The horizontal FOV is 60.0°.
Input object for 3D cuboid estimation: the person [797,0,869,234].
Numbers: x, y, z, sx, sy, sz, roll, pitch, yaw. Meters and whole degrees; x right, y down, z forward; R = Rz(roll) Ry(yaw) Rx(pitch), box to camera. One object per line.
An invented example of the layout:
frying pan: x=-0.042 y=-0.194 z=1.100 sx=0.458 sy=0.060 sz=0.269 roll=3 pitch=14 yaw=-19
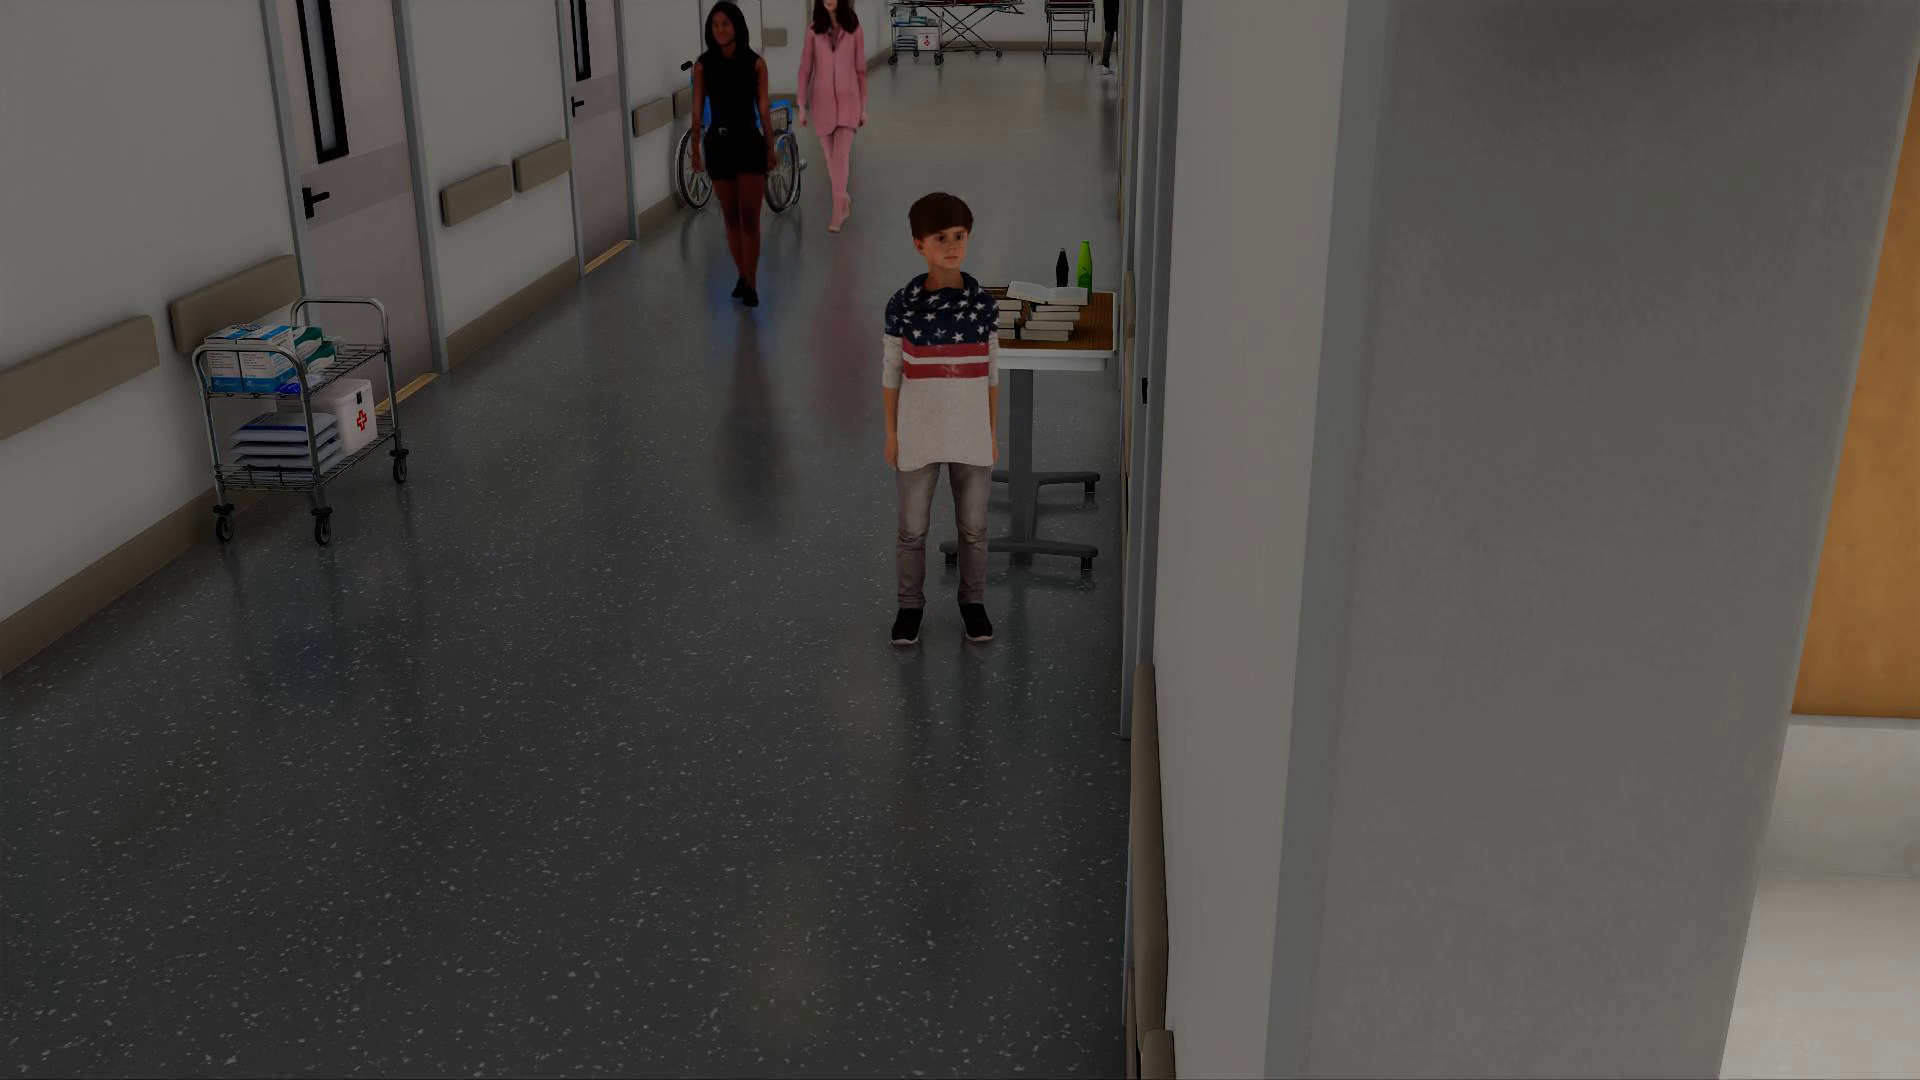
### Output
person: x=-0.890 y=-3.118 z=12.045 sx=0.637 sy=1.752 sz=1.104 roll=1 pitch=21 yaw=4

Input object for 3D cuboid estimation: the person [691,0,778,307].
person: x=-1.308 y=-2.263 z=9.842 sx=0.618 sy=1.713 sz=0.909 roll=2 pitch=21 yaw=5

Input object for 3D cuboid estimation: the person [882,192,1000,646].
person: x=-0.053 y=-0.373 z=5.242 sx=0.556 sy=1.436 sz=0.549 roll=-2 pitch=21 yaw=-6
